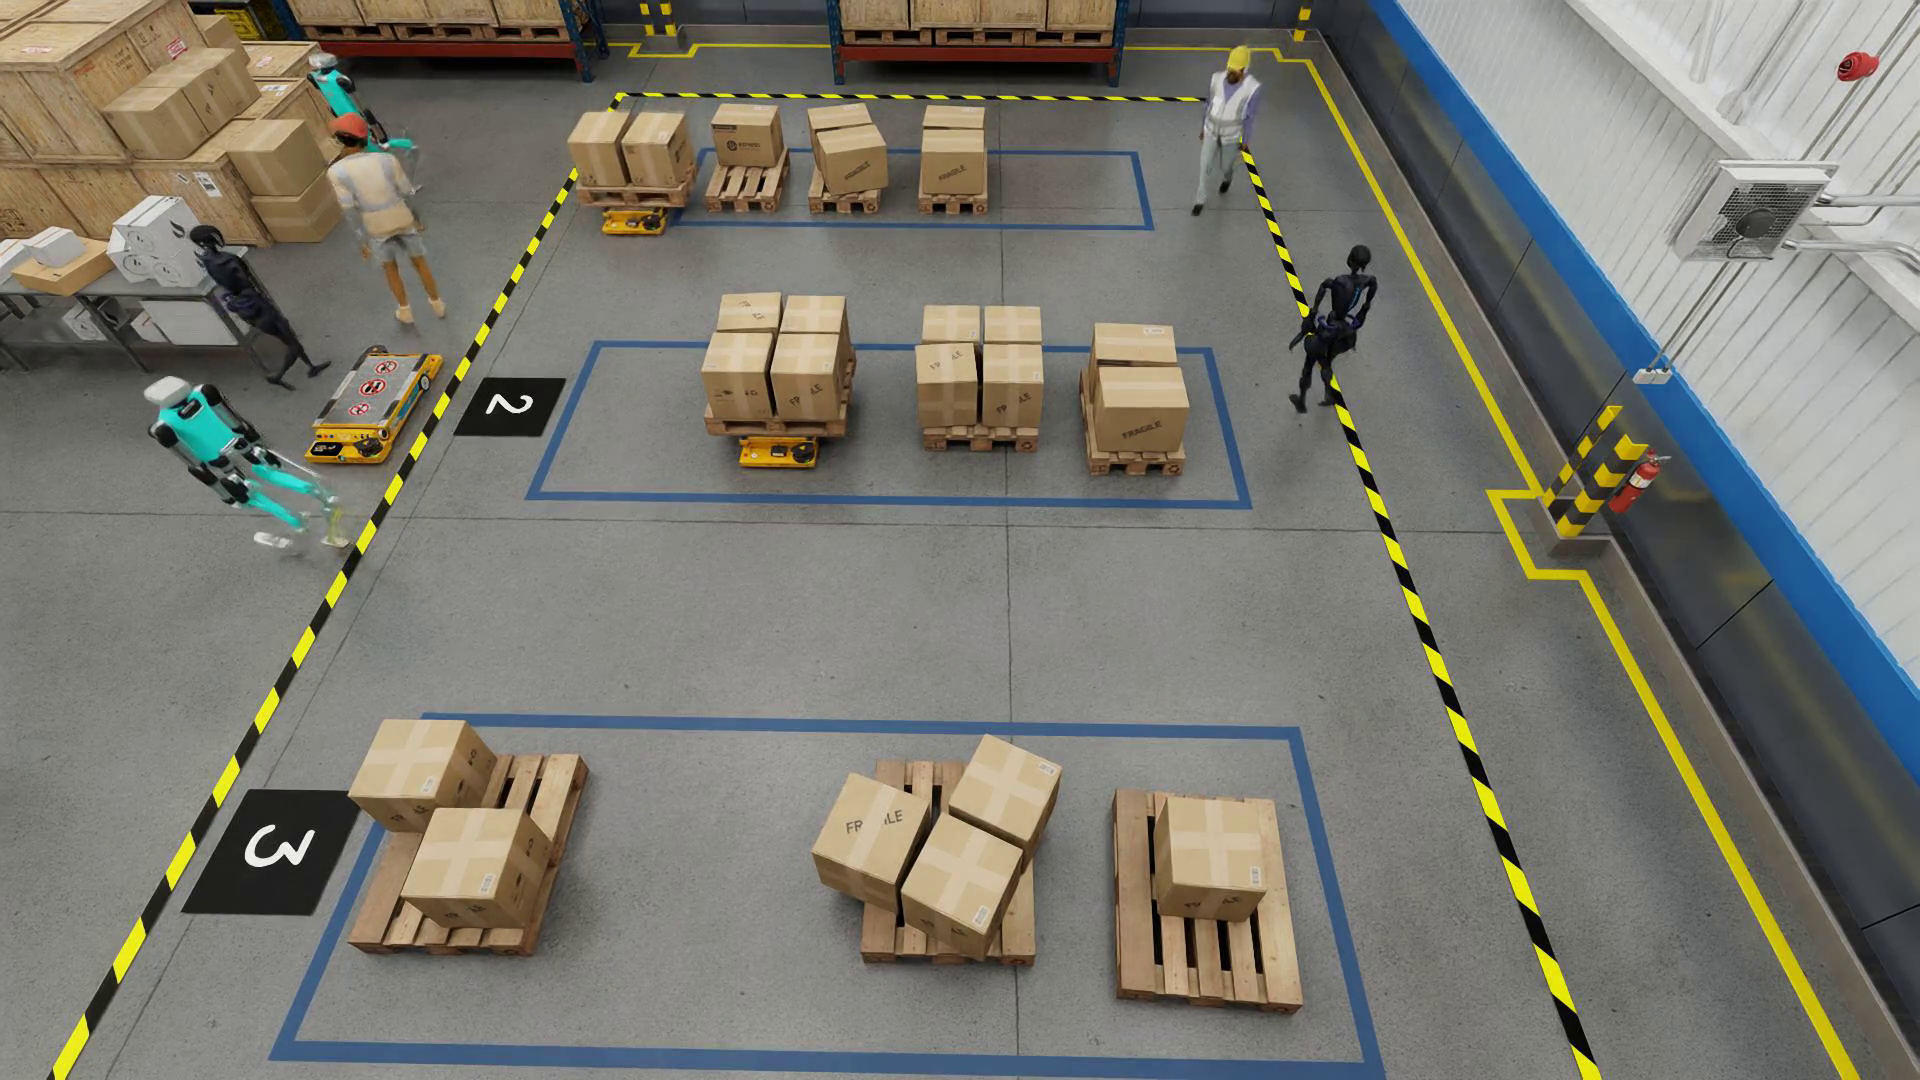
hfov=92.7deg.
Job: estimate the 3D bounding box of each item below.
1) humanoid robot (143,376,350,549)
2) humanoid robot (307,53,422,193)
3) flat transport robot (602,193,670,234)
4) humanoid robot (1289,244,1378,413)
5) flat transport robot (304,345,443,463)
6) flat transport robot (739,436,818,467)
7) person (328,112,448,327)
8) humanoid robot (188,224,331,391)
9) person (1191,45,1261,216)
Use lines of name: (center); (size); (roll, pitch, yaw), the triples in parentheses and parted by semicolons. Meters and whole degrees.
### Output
humanoid robot: (-5.151, -0.449, 6.785); (1.011, 1.730, 0.546); (10, 51, 8)
humanoid robot: (-6.588, -4.604, 10.305); (0.542, 1.773, 0.903); (14, 51, 12)
flat transport robot: (-3.716, -4.065, 10.789); (0.652, 0.197, 1.431); (1, 50, 1)
humanoid robot: (3.221, -1.759, 7.936); (0.606, 1.646, 0.408); (-8, 50, -7)
flat transport robot: (-5.383, -1.269, 8.441); (0.659, 0.231, 1.431); (1, 50, 1)
flat transport robot: (-1.582, -1.235, 8.394); (0.652, 0.197, 1.431); (1, 50, 1)
person: (-5.476, -3.046, 8.813); (0.650, 1.995, 0.524); (-27, 55, -21)
humanoid robot: (-6.312, -2.056, 8.202); (0.616, 1.639, 0.562); (24, 54, 19)
person: (2.978, -4.598, 10.248); (0.598, 1.811, 0.726); (24, 54, 19)
